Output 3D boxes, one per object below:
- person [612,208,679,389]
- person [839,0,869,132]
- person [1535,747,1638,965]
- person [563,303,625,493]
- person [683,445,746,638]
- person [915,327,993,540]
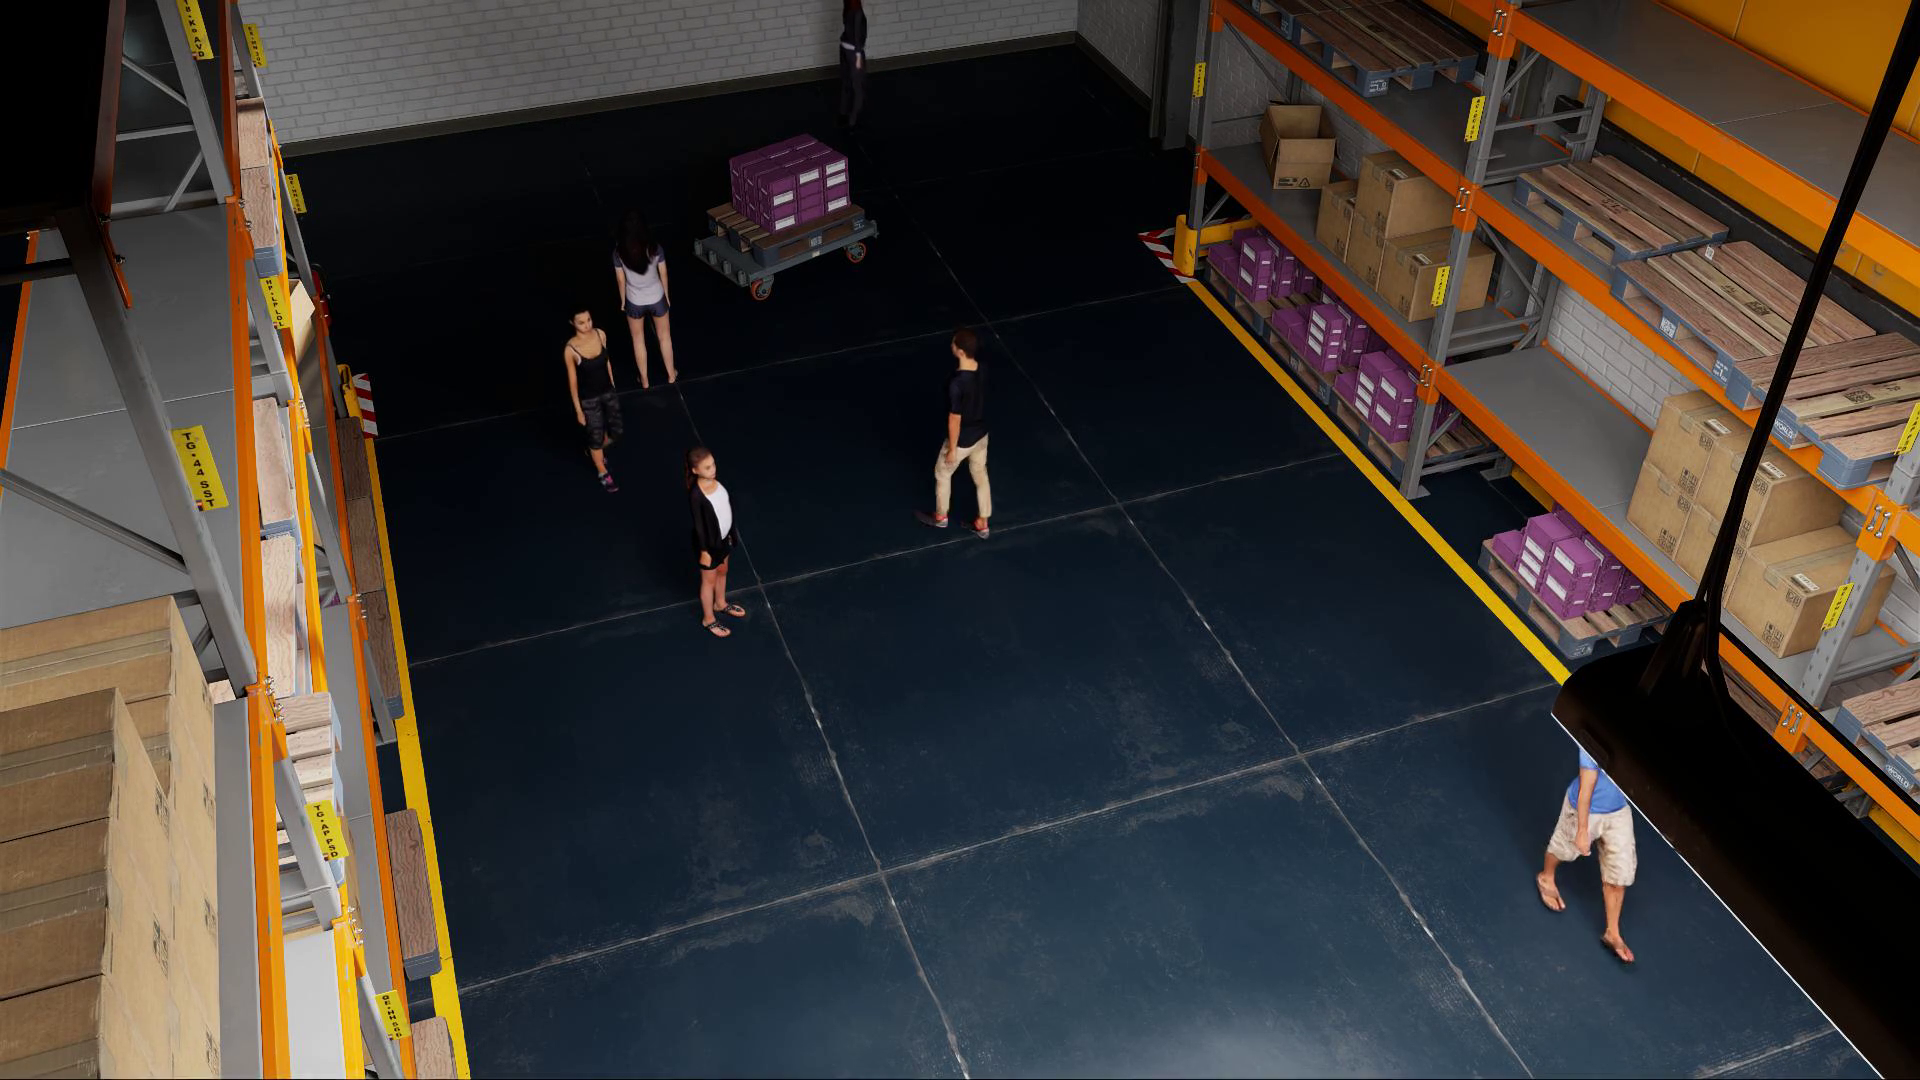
[{"bbox_3d":[-2.738,-2.093,14.414,0.613,1.706,0.556,-9,39,-11],"label":"person"},{"bbox_3d":[-1.185,-5.404,18.511,0.689,1.768,0.522,-16,41,-19],"label":"person"},{"bbox_3d":[3.704,1.514,9.792,0.789,1.838,1.095,-5,39,-6],"label":"person"},{"bbox_3d":[-2.965,-1.167,13.243,0.773,1.720,0.711,29,47,32],"label":"person"},{"bbox_3d":[-1.789,-0.022,11.941,0.701,1.556,0.640,15,41,18],"label":"person"},{"bbox_3d":[0.121,-0.760,12.637,1.000,1.840,0.914,24,45,27],"label":"person"}]
